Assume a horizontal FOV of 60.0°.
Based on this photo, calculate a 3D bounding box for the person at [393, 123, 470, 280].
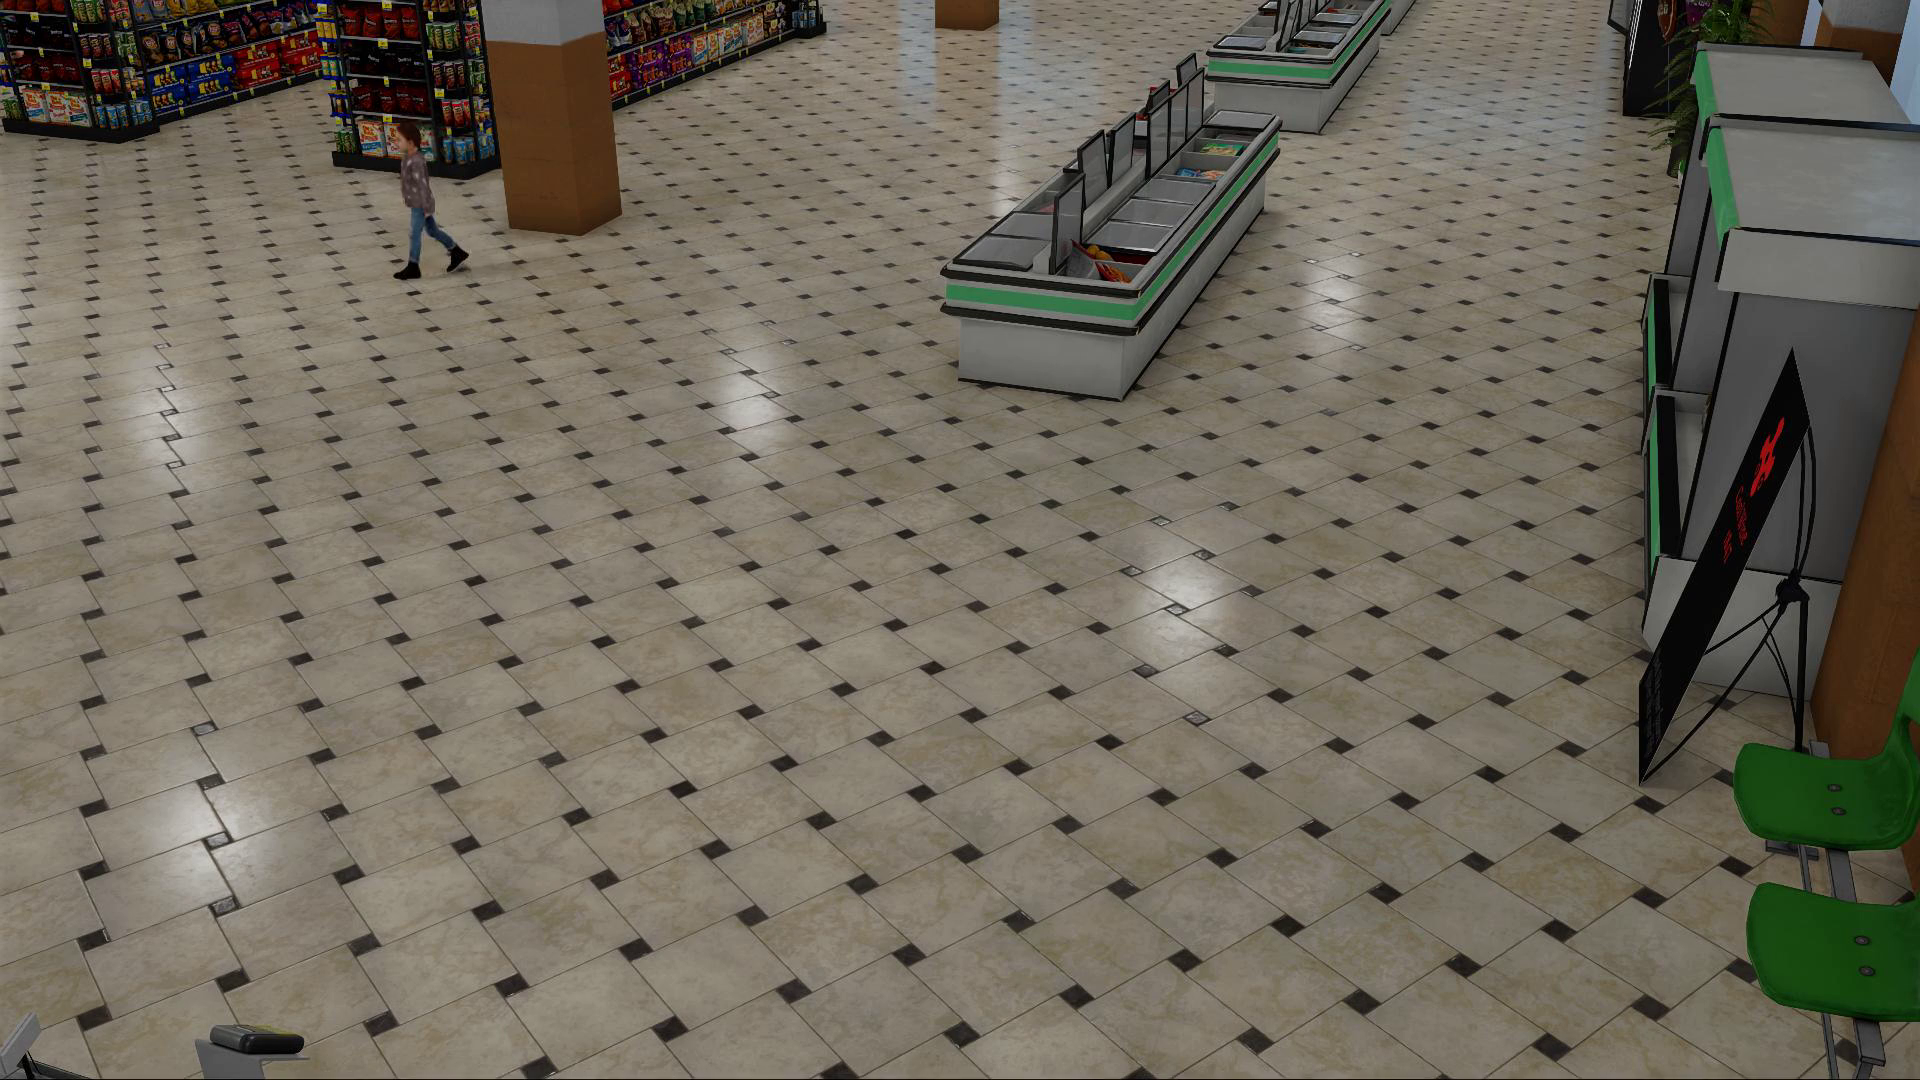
[{"bbox_3d":[-4.072,-2.591,12.711,0.877,1.178,0.798,-13,30,-24],"label":"person"}]
